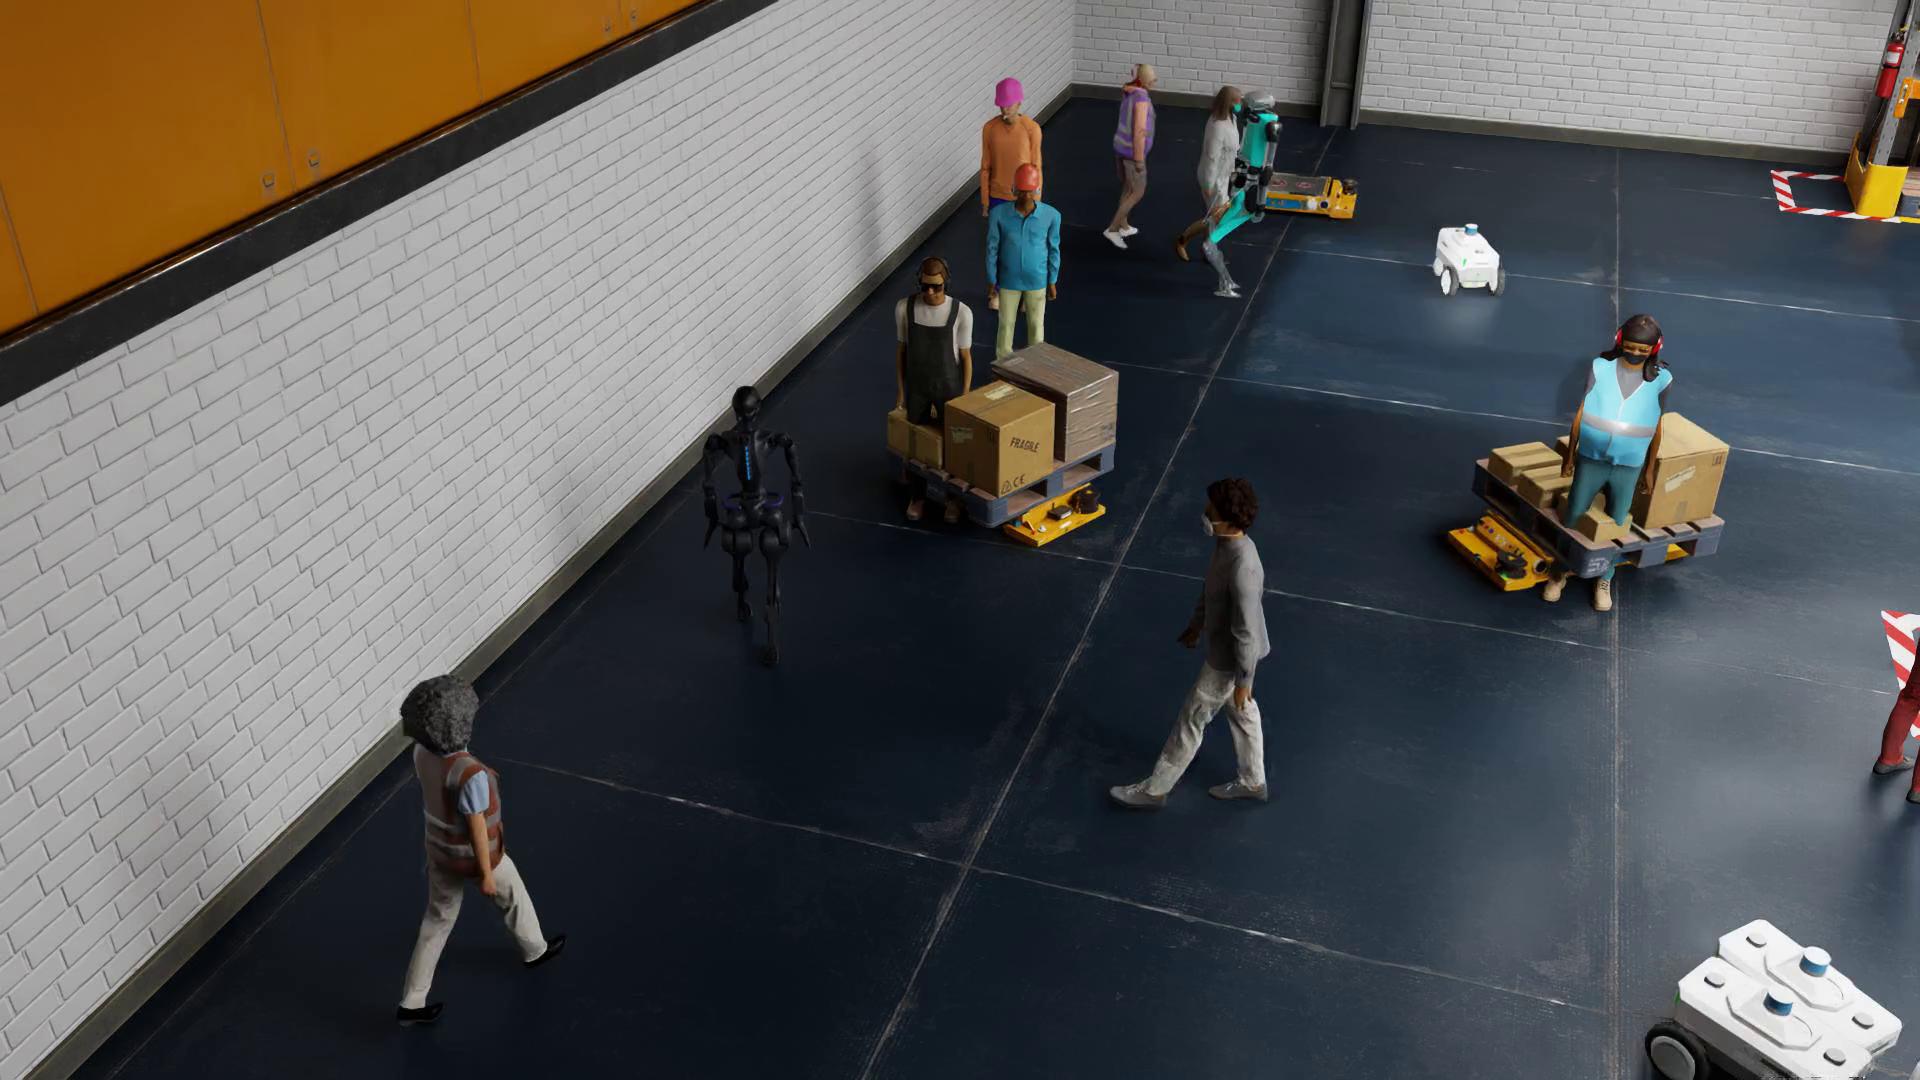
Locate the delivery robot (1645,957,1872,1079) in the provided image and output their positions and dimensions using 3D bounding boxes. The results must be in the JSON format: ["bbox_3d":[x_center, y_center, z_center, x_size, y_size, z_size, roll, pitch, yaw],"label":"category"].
[{"bbox_3d":[3.278,2.072,6.838,0.499,0.614,0.808,-21,36,-32],"label":"delivery robot"}]

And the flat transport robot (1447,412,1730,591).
[{"bbox_3d":[3.928,-0.018,10.656,1.431,0.231,0.659,-10,32,-16],"label":"flat transport robot"}]

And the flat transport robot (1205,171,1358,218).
[{"bbox_3d":[3.183,-3.426,16.453,1.431,0.231,0.659,8,31,13],"label":"flat transport robot"}]

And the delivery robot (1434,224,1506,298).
[{"bbox_3d":[4.428,-2.448,14.517,0.499,0.603,0.803,-2,31,-3],"label":"delivery robot"}]

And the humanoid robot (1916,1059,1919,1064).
[{"bbox_3d":[3.901,1.788,6.200,0.600,1.640,0.380,-18,35,-28],"label":"humanoid robot"}]

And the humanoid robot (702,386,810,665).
[{"bbox_3d":[-1.170,-0.143,9.503,0.612,1.629,0.719,-2,31,-4],"label":"humanoid robot"}]

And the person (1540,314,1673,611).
[{"bbox_3d":[3.840,-0.463,9.834,0.519,1.871,0.392,12,32,19],"label":"person"}]

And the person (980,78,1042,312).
[{"bbox_3d":[0.419,-2.859,13.816,0.518,1.971,0.404,7,31,11],"label":"person"}]

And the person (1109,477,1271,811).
[{"bbox_3d":[1.176,0.536,8.137,0.907,1.858,0.577,2,30,3],"label":"person"}]

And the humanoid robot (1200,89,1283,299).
[{"bbox_3d":[2.268,-2.881,14.069,0.751,1.781,0.532,-10,32,-16],"label":"humanoid robot"}]

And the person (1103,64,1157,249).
[{"bbox_3d":[1.537,-3.542,15.265,0.439,1.679,0.633,-7,31,-12],"label":"person"}]

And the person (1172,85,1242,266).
[{"bbox_3d":[2.227,-3.210,14.717,0.478,1.641,0.506,12,32,19],"label":"person"}]

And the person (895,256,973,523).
[{"bbox_3d":[-0.170,-0.966,10.728,0.499,1.839,0.344,7,31,12],"label":"person"}]

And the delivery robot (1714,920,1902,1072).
[{"bbox_3d":[3.520,1.955,7.023,0.508,0.601,0.772,-15,34,-24],"label":"delivery robot"}]

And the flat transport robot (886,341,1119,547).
[{"bbox_3d":[0.241,-0.384,11.279,0.659,0.231,1.431,-26,39,-37],"label":"flat transport robot"}]

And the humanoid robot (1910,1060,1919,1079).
[{"bbox_3d":[3.094,2.376,5.147,0.805,1.789,0.538,20,36,30],"label":"humanoid robot"}]

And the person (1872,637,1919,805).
[{"bbox_3d":[4.972,0.519,8.264,0.313,1.769,0.523,-5,31,-9],"label":"person"}]

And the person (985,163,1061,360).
[{"bbox_3d":[0.470,-1.977,12.518,0.562,1.755,0.319,0,30,1],"label":"person"}]

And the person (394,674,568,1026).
[{"bbox_3d":[-2.134,1.313,7.021,0.449,1.655,0.831,21,36,31],"label":"person"}]
